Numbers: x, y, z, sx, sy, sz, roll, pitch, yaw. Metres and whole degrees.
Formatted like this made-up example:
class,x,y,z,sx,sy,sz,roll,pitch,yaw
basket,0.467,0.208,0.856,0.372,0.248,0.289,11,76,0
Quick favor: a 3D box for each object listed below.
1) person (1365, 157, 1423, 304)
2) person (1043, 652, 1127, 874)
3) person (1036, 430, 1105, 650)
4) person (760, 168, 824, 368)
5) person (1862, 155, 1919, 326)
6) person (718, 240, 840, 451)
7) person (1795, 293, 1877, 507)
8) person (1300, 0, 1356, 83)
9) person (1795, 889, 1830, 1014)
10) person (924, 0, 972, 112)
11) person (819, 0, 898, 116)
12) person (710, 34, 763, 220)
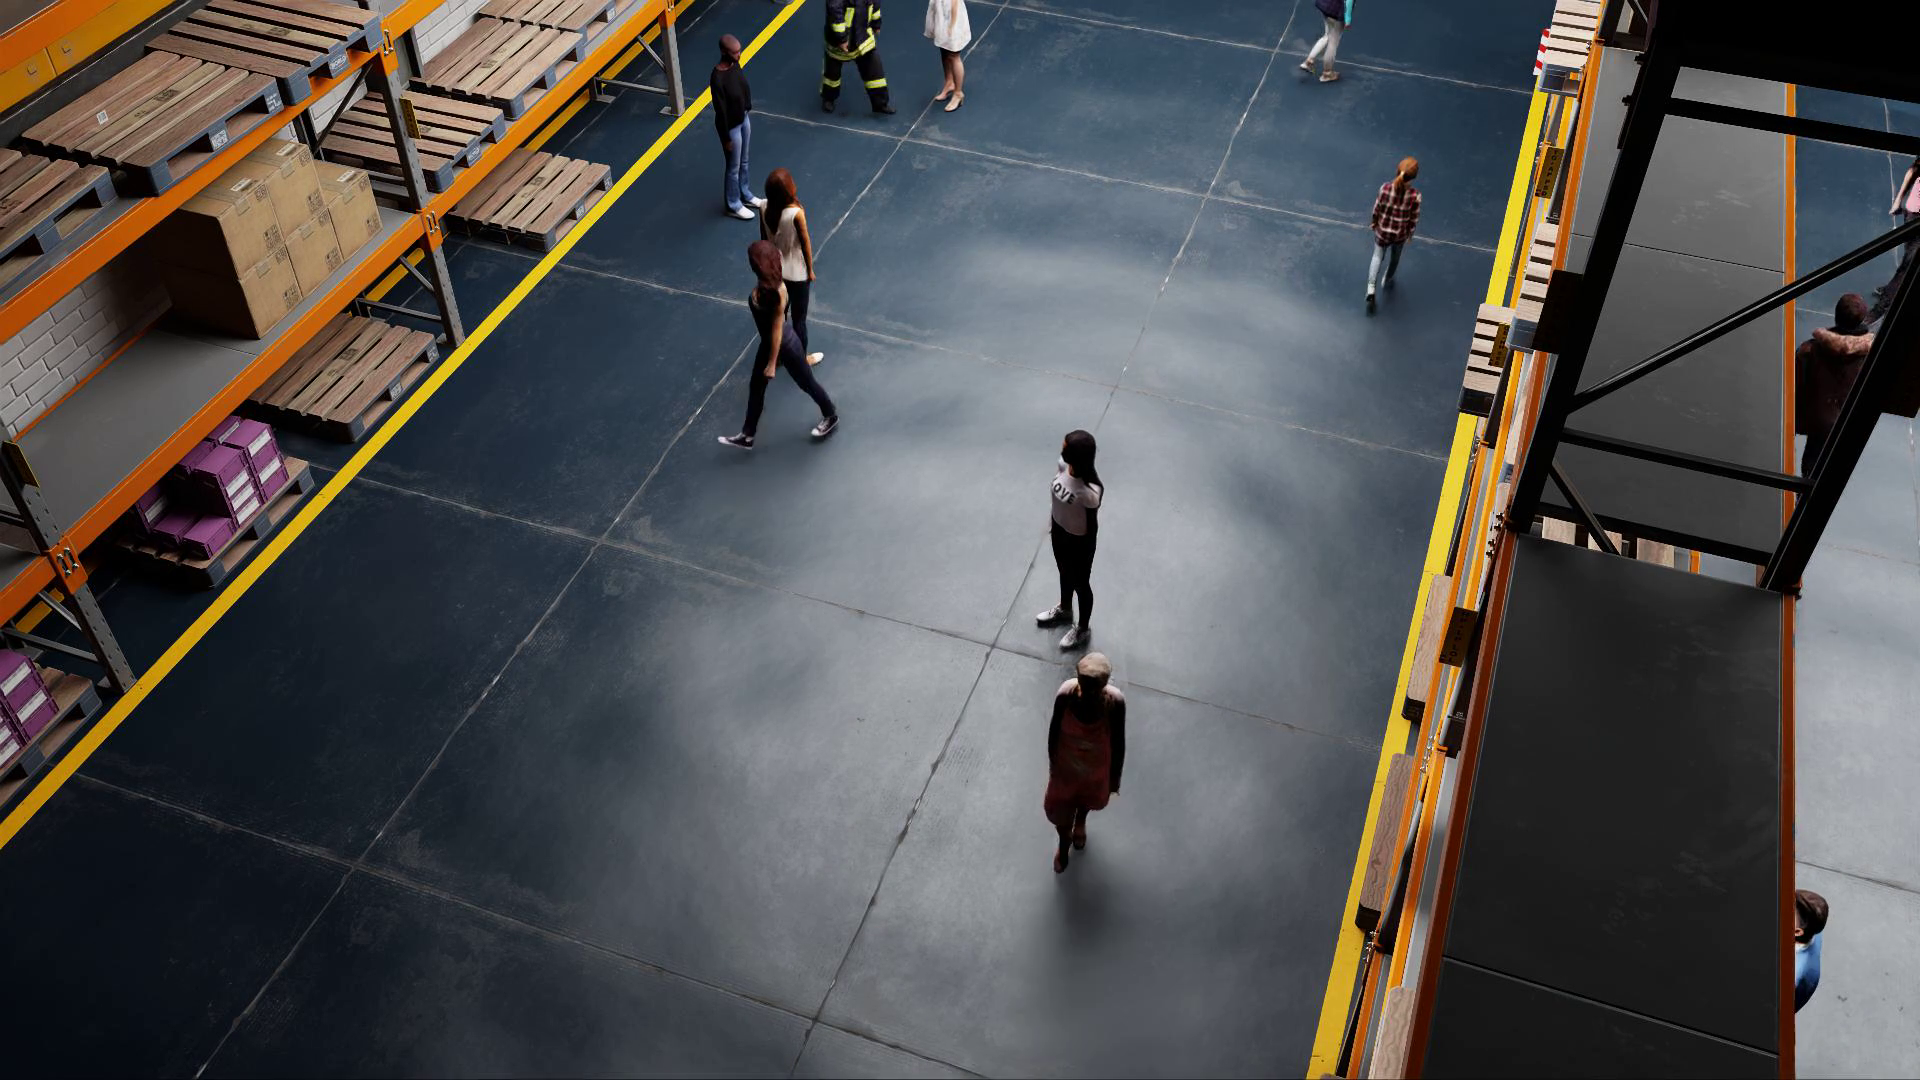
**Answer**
class,x,y,z,sx,sy,sz,roll,pitch,yaw
person,3.564,-2.554,13.757,0.550,1.288,0.846,17,46,17
person,0.717,1.176,9.560,0.673,1.676,0.750,5,44,5
person,0.744,-0.021,10.745,0.713,1.775,0.666,-21,47,-21
person,-1.346,-2.093,12.912,0.614,1.786,0.569,21,47,20
person,7.870,-2.673,13.429,1.158,1.913,1.065,-20,47,-20
person,-1.234,-1.421,12.266,1.271,1.705,1.195,-21,48,-21
person,5.984,-0.832,11.582,0.867,1.795,1.233,7,44,7
person,3.638,-5.219,16.404,0.814,1.495,0.756,-15,46,-15
person,3.982,2.357,8.245,0.753,1.780,0.839,14,45,14
person,-0.120,-4.990,15.964,0.834,1.771,0.778,-19,47,-19
person,-1.097,-4.936,15.871,1.117,1.820,1.149,-18,46,-18
person,-1.997,-3.629,14.555,0.656,1.745,0.490,13,45,13
